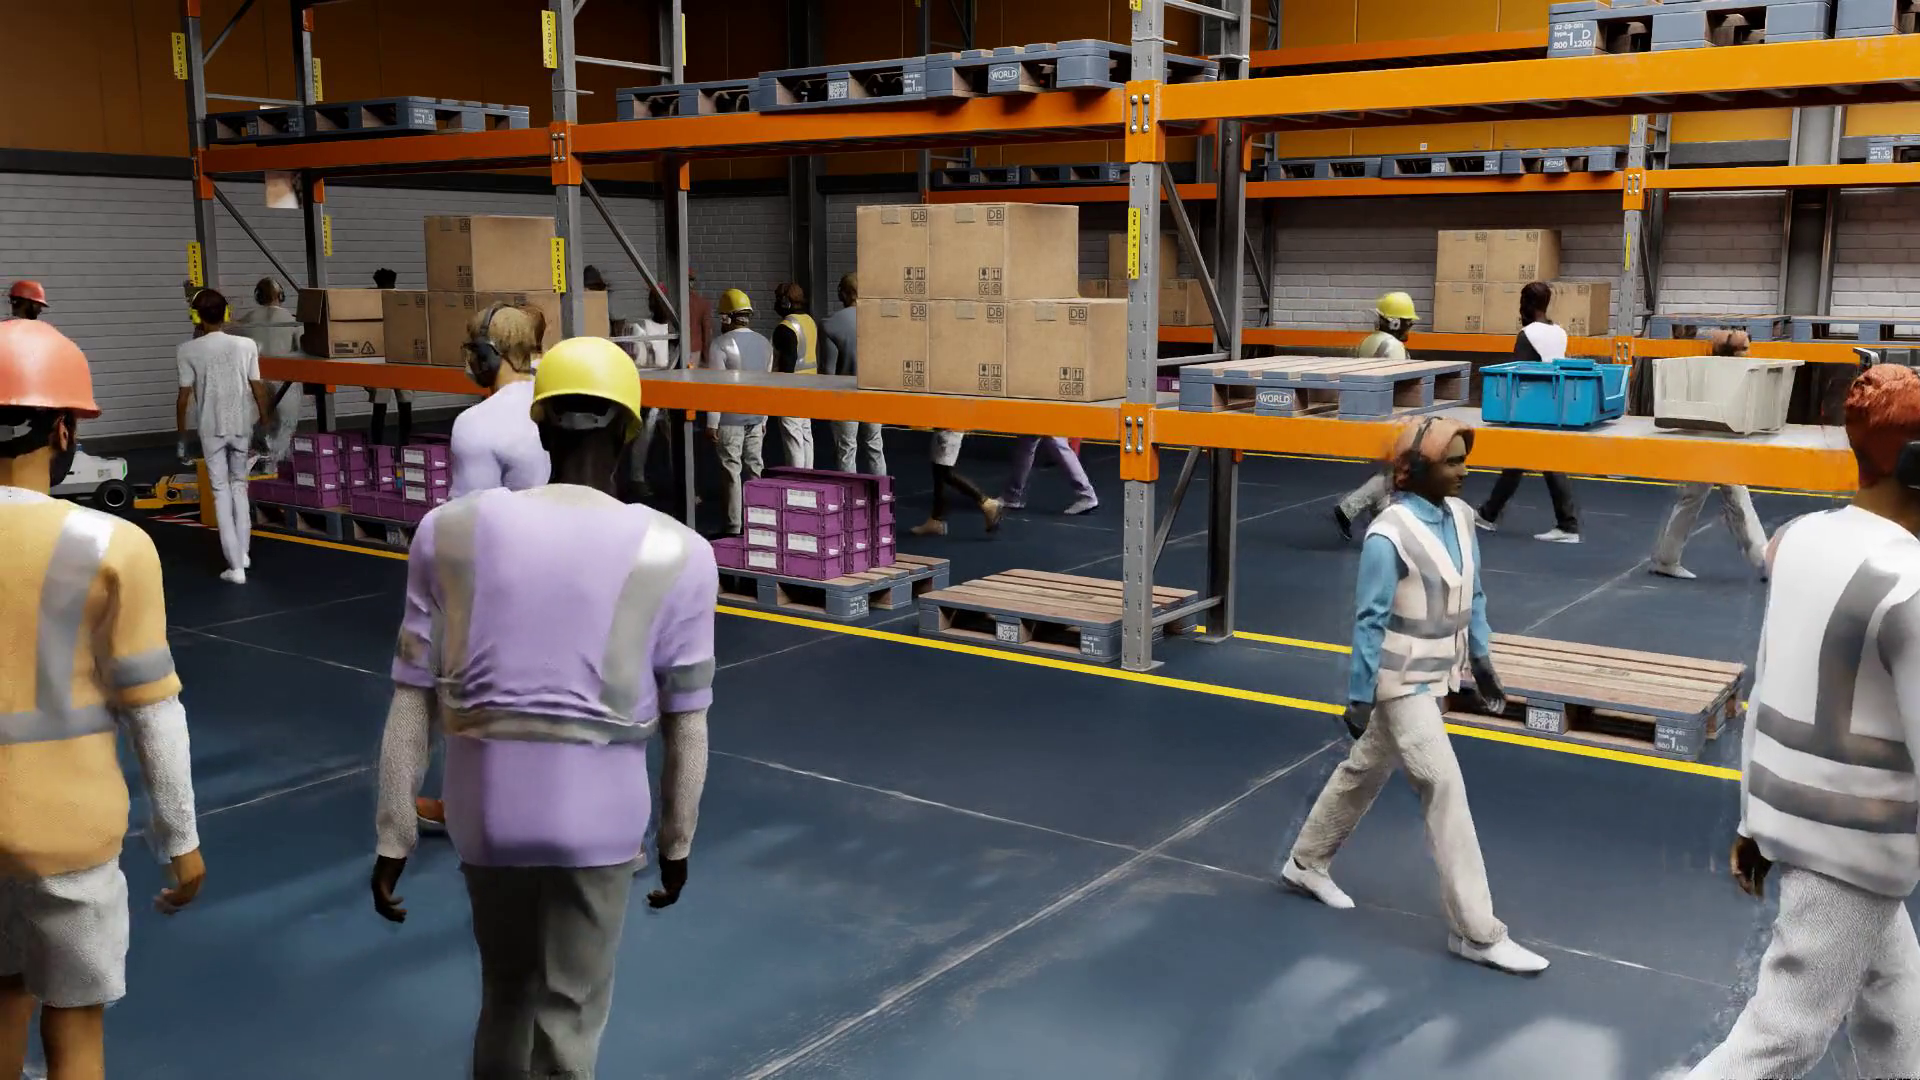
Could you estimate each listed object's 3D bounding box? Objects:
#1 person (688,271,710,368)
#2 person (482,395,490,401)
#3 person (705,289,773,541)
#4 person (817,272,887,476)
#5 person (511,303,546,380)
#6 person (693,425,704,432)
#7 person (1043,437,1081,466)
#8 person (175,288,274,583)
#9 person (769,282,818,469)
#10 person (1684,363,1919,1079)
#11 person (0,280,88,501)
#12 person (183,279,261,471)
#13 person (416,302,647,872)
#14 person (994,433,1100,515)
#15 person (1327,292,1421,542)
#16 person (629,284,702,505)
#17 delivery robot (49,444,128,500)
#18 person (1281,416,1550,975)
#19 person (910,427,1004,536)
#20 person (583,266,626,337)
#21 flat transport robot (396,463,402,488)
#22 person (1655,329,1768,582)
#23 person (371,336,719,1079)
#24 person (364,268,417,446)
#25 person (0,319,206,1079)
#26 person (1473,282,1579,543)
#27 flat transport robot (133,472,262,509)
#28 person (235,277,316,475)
[{"bbox_3d":[-3.303,-2.265,19.853,0.624,1.922,0.978,-1,10,-8],"label":"person"},{"bbox_3d":[-3.969,-1.214,14.559,0.503,1.609,0.728,-5,11,-29],"label":"person"},{"bbox_3d":[-1.597,-0.880,11.936,0.403,1.826,0.596,7,12,37],"label":"person"},{"bbox_3d":[-0.802,-1.080,12.781,0.631,1.939,0.372,-5,11,-27],"label":"person"},{"bbox_3d":[-1.974,-0.216,7.969,0.590,1.825,0.528,3,10,17],"label":"person"},{"bbox_3d":[-3.492,-2.121,19.621,0.827,1.721,0.558,-1,10,-6],"label":"person"},{"bbox_3d":[1.022,-1.567,16.245,0.531,1.753,0.462,-5,11,-29],"label":"person"},{"bbox_3d":[-4.695,-0.663,10.559,0.561,1.848,0.649,-9,13,-42],"label":"person"},{"bbox_3d":[-1.411,-1.210,13.841,0.429,1.845,0.621,2,10,13],"label":"person"},{"bbox_3d":[1.672,0.582,3.188,0.971,1.842,0.592,1,10,4],"label":"person"},{"bbox_3d":[-7.734,-1.180,13.584,0.590,1.874,1.020,9,13,42],"label":"person"},{"bbox_3d":[-6.727,-1.437,15.101,0.497,1.873,0.693,-4,10,-21],"label":"person"},{"bbox_3d":[-1.465,0.165,5.538,0.999,1.892,0.639,2,10,14],"label":"person"},{"bbox_3d":[0.684,-1.122,13.318,1.006,1.854,0.651,3,10,17],"label":"person"},{"bbox_3d":[2.899,-0.828,11.662,0.595,1.811,0.611,-2,10,-10],"label":"person"},{"bbox_3d":[-2.548,-1.231,14.006,0.570,1.838,1.005,-7,12,-38],"label":"person"},{"bbox_3d":[-7.075,-0.528,13.321,0.707,0.478,0.477,-6,11,-33],"label":"delivery robot"},{"bbox_3d":[1.329,0.415,4.932,0.904,1.590,0.508,7,12,37],"label":"person"},{"bbox_3d":[-0.023,-0.831,12.078,0.657,1.674,0.541,2,10,10],"label":"person"},{"bbox_3d":[-4.293,-2.307,19.780,1.042,2.000,0.698,-9,13,-42],"label":"person"},{"bbox_3d":[-4.815,-0.560,14.633,1.431,0.197,0.652,-7,12,-35],"label":"flat transport robot"},{"bbox_3d":[4.812,-0.510,10.386,0.865,1.586,0.536,7,12,36],"label":"person"},{"bbox_3d":[-0.788,0.545,3.285,0.644,1.871,0.707,0,10,1],"label":"person"},{"bbox_3d":[-5.556,-1.666,16.239,0.610,1.955,0.406,-6,11,-33],"label":"person"},{"bbox_3d":[-1.783,0.545,3.182,0.618,1.910,0.487,0,10,-2],"label":"person"},{"bbox_3d":[4.110,-0.933,12.128,1.005,1.863,0.613,7,12,36],"label":"person"},{"bbox_3d":[-6.088,-0.435,13.892,1.431,0.197,0.652,-4,10,-22],"label":"flat transport robot"},{"bbox_3d":[-5.922,-1.298,14.271,0.682,1.894,0.928,1,10,7],"label":"person"}]
